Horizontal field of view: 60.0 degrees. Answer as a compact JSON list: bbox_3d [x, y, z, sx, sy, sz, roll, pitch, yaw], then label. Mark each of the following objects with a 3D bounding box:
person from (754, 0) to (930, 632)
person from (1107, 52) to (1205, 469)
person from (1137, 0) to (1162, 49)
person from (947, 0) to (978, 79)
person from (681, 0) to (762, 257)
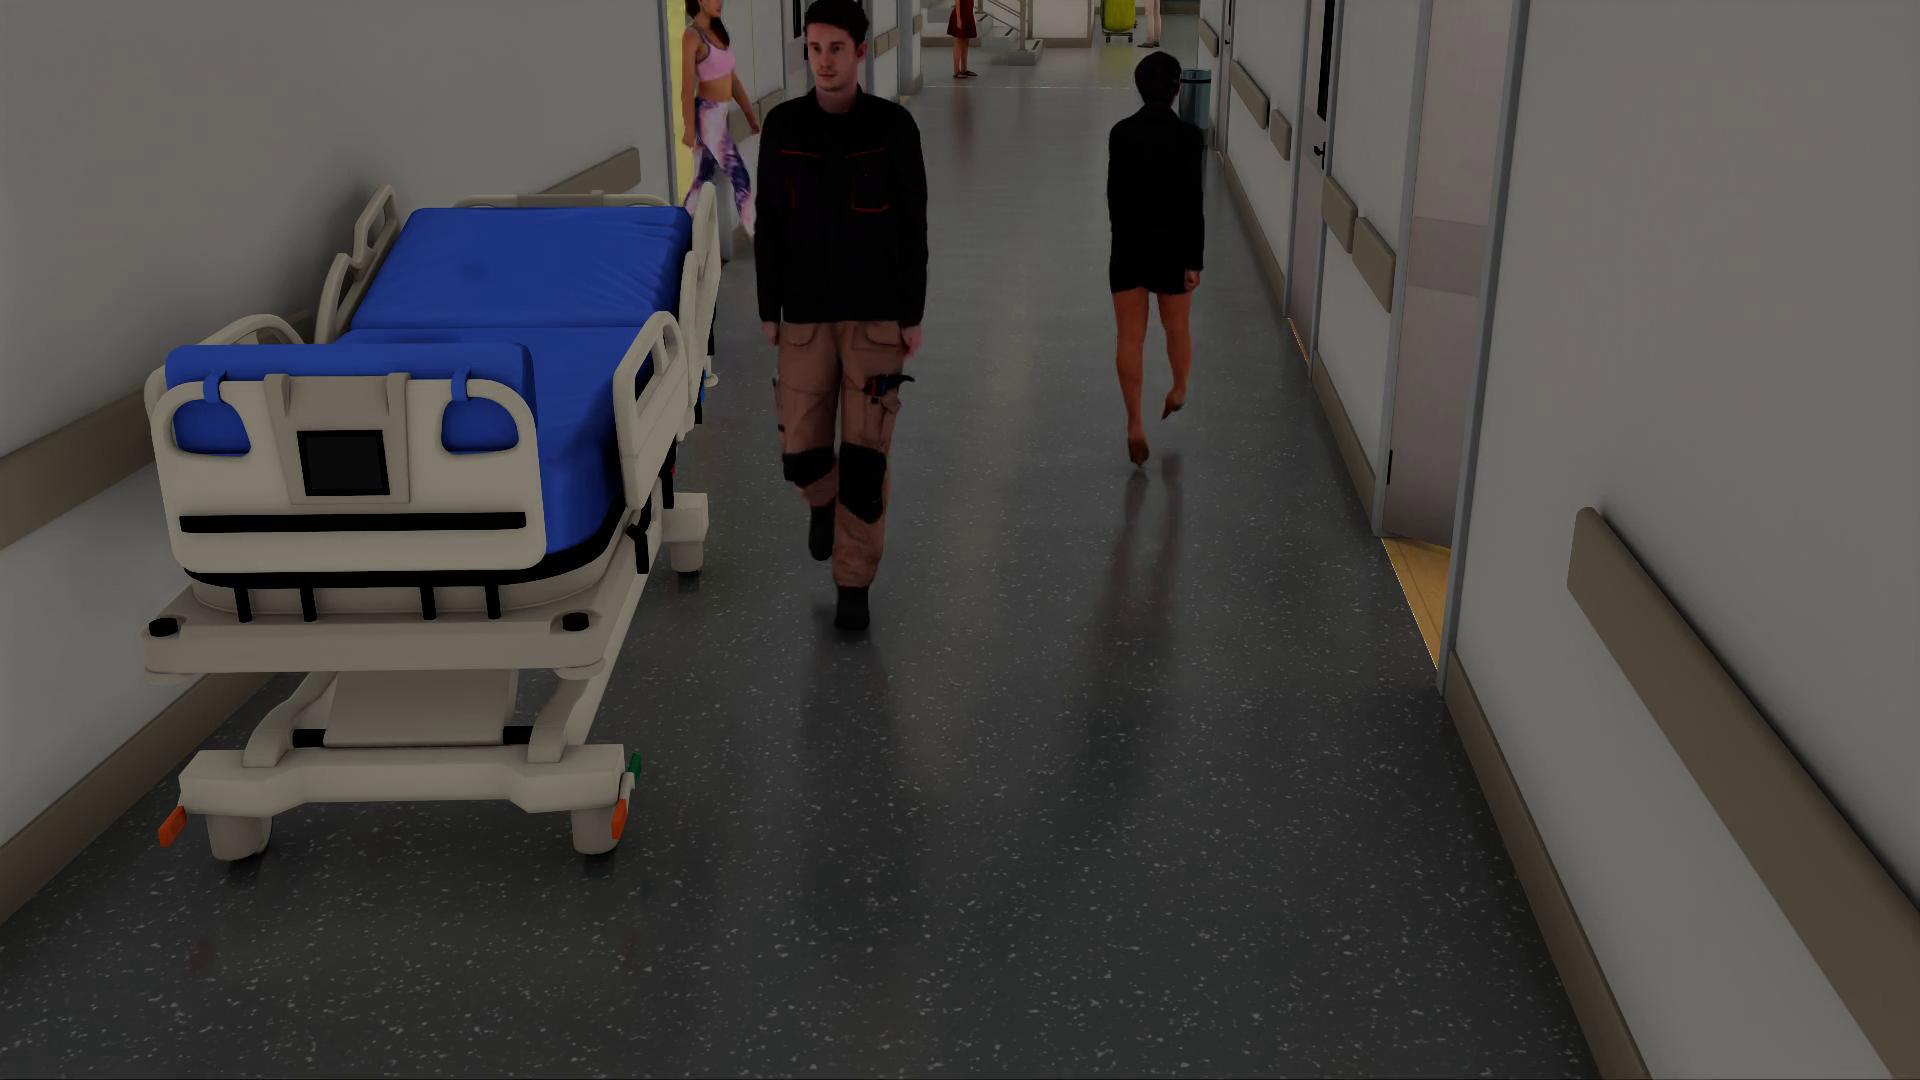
[{"bbox_3d":[-0.352,-0.695,5.198,0.902,1.910,0.789,1,21,2],"label":"person"},{"bbox_3d":[0.749,-1.067,6.606,0.937,1.608,0.693,5,21,12],"label":"person"},{"bbox_3d":[3.197,-9.153,27.617,0.737,1.847,0.732,15,25,34],"label":"person"},{"bbox_3d":[0.039,-7.094,22.584,0.716,1.554,0.655,13,24,30],"label":"person"},{"bbox_3d":[-1.645,-2.576,10.421,1.079,1.727,0.630,4,21,10],"label":"person"}]
